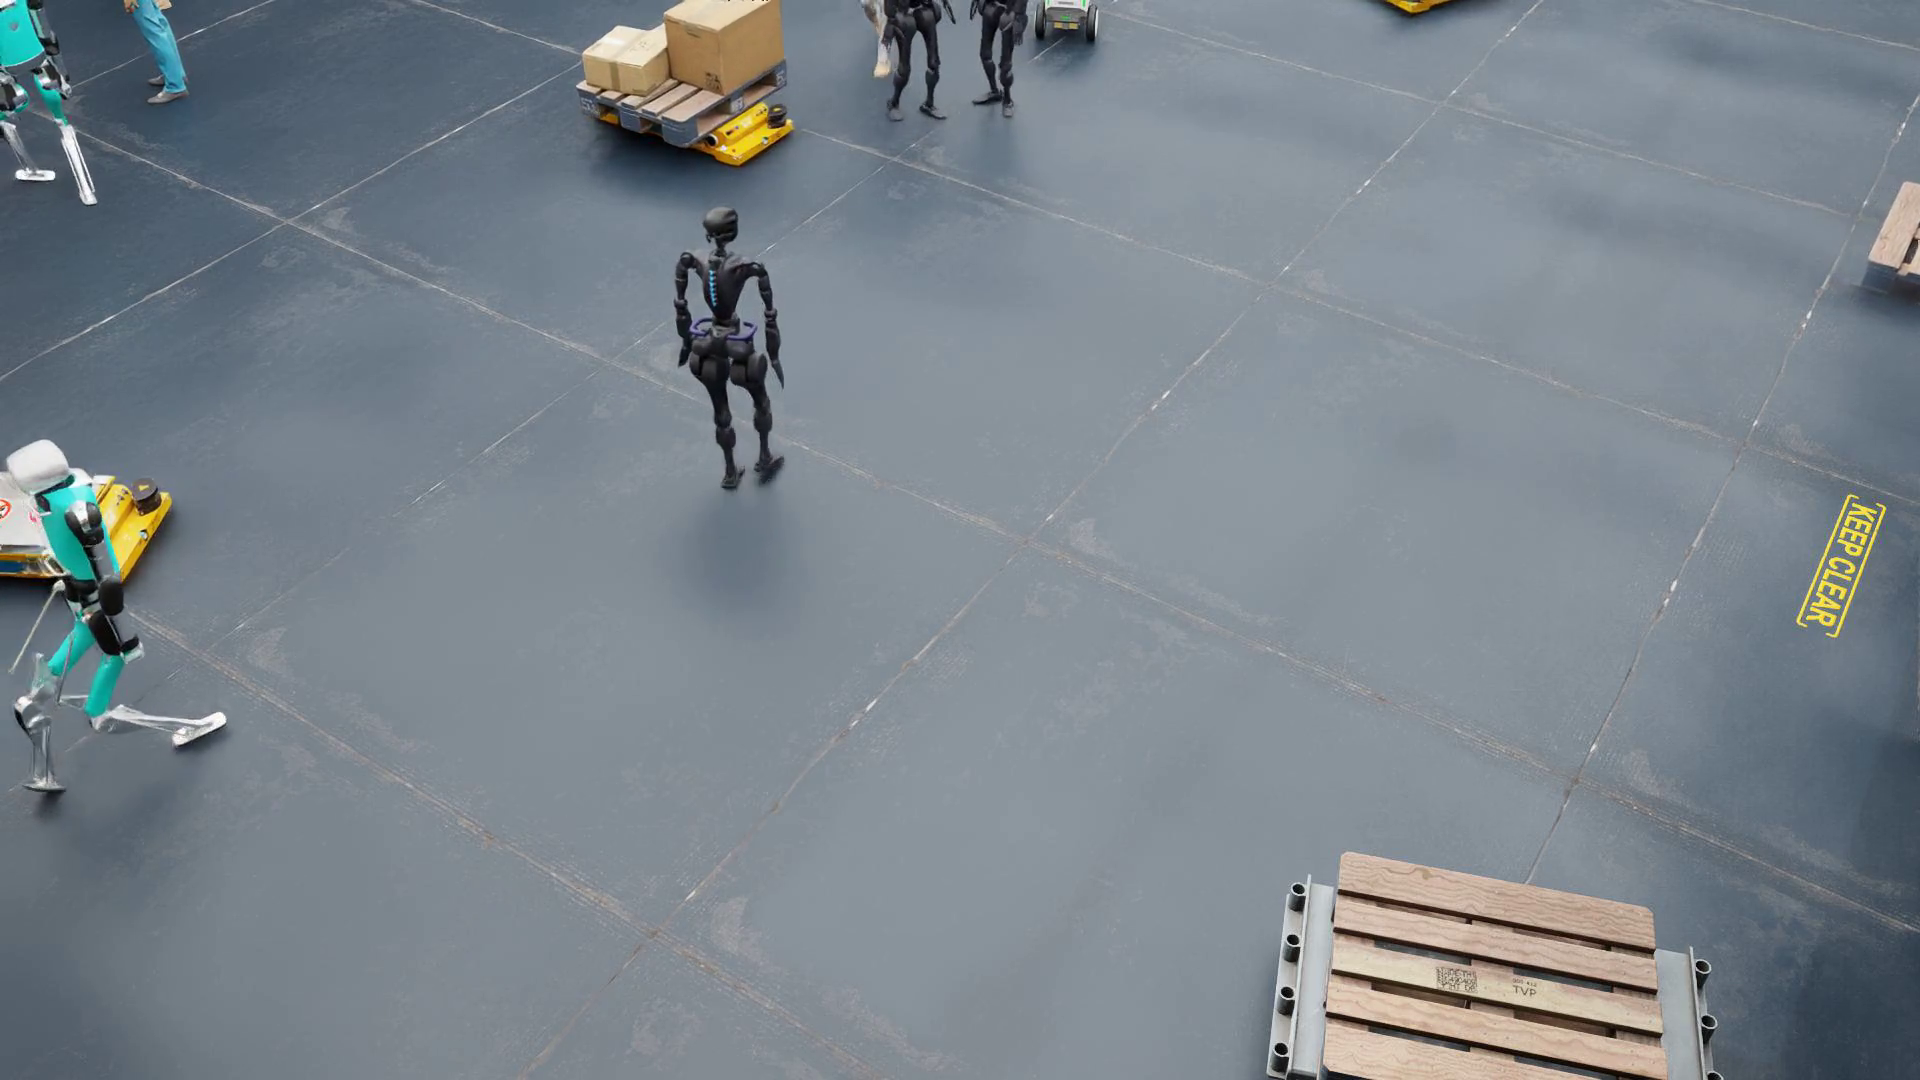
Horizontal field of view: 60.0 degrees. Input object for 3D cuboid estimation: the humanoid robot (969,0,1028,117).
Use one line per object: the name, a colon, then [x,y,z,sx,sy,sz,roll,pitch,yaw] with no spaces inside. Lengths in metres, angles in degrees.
humanoid robot: [0.291,-3.894,12.092,0.336,1.644,0.585,-30,50,-29]

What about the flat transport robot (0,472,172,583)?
flat transport robot: [-5.047,-0.069,8.857,1.431,0.231,0.659,2,42,2]

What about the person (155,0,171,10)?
person: [-6.797,-5.150,13.439,0.321,1.739,0.471,-20,46,-21]

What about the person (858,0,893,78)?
person: [-0.649,-4.527,12.669,0.505,1.846,0.673,3,42,3]

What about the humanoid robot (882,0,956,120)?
humanoid robot: [-0.312,-3.846,12.035,0.611,1.645,0.462,-28,49,-27]

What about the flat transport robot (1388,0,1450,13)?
flat transport robot: [4.187,-4.843,14.198,1.431,0.231,0.659,-21,46,-22]

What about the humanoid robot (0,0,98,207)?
humanoid robot: [-6.370,-3.109,11.181,0.987,1.751,0.610,28,49,28]

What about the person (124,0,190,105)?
person: [-6.059,-4.119,12.205,0.389,1.845,0.562,-11,43,-12]

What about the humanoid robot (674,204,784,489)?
humanoid robot: [-1.232,-1.004,8.856,0.612,1.652,0.387,9,43,10]

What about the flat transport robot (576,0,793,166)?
flat transport robot: [-2.004,-3.166,12.323,1.431,0.231,0.659,24,47,24]

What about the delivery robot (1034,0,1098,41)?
delivery robot: [0.891,-4.418,13.507,0.499,0.592,0.774,6,42,6]

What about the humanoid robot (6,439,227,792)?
humanoid robot: [-3.956,0.445,7.201,0.987,1.784,0.541,-33,51,-31]
